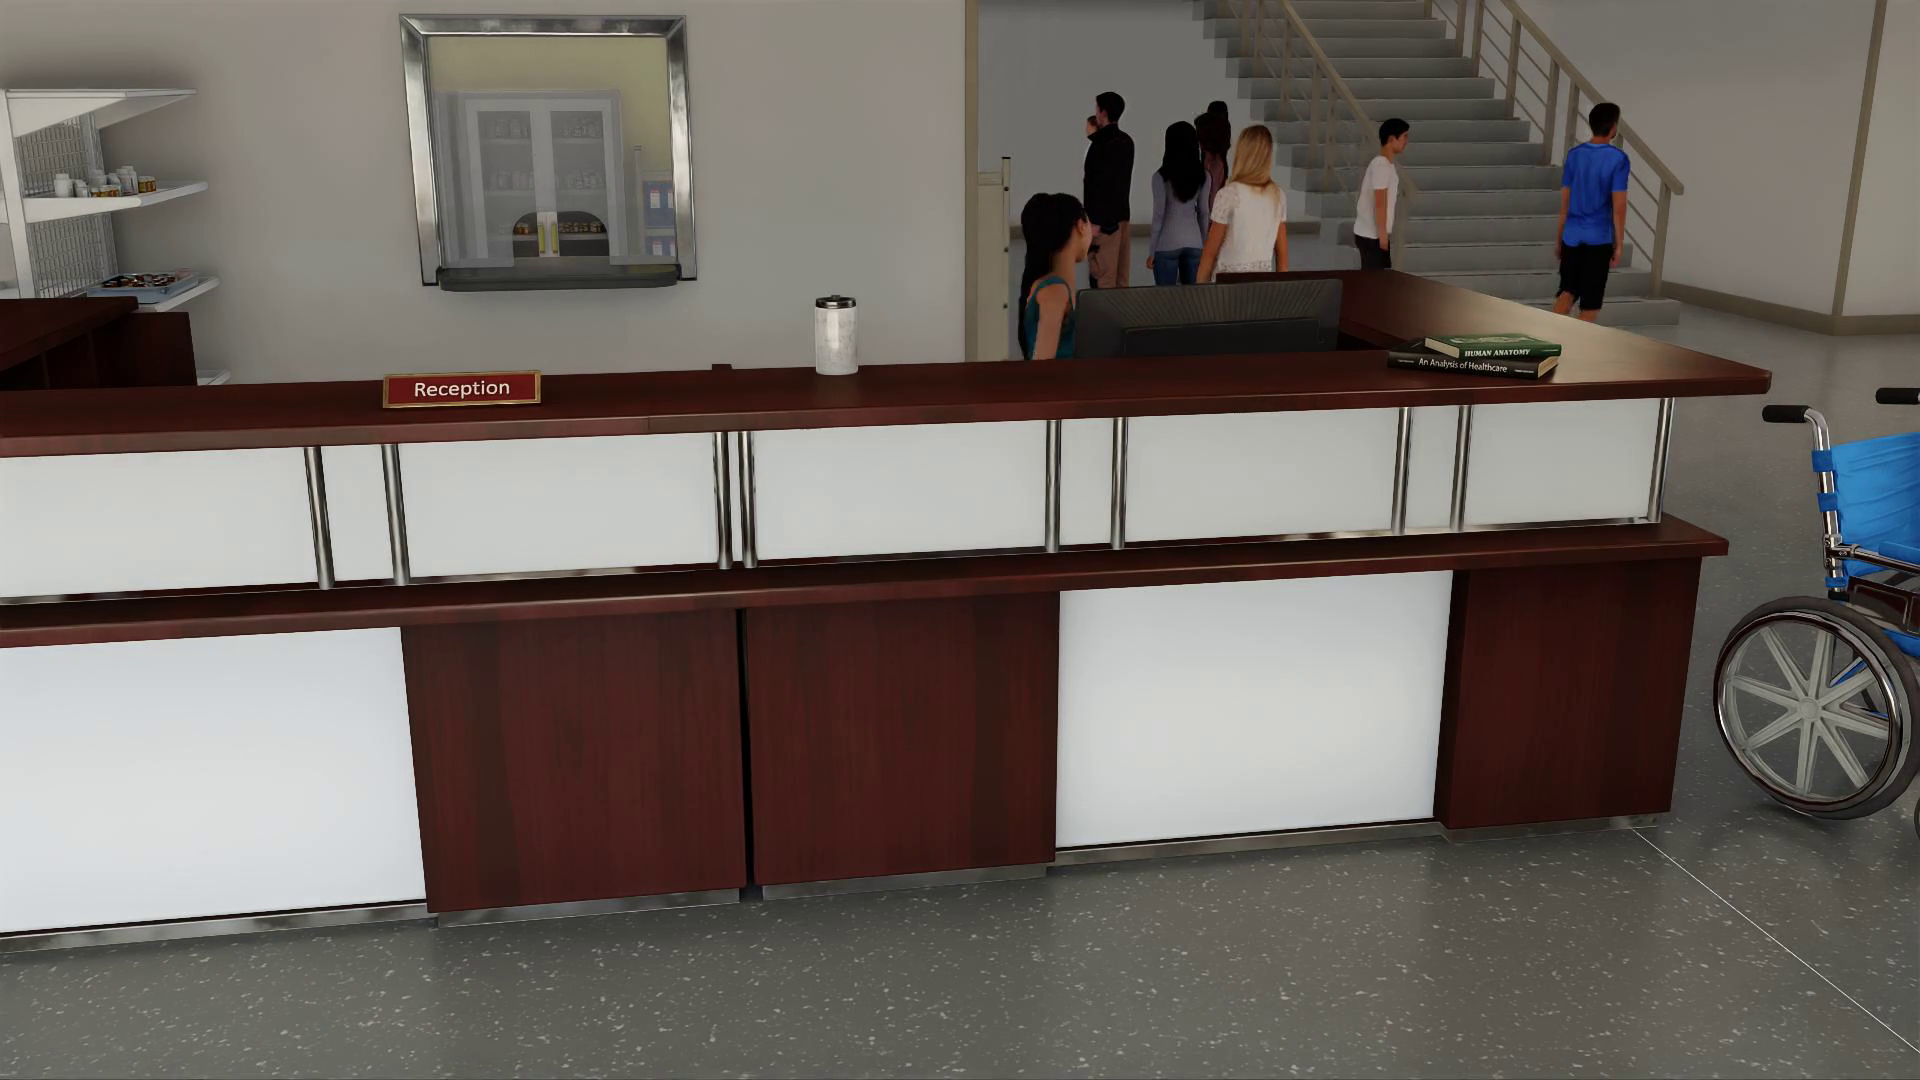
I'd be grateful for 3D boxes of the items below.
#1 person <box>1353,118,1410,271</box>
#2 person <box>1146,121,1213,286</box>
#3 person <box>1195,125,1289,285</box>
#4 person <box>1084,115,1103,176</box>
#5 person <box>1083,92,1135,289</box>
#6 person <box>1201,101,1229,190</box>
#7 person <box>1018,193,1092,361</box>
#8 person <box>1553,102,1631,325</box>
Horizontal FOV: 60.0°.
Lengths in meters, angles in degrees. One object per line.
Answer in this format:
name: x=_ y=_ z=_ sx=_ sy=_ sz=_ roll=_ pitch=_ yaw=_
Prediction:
person: x=3.151 y=-2.429 z=13.047 sx=0.861 sy=1.696 sz=0.812 roll=6 pitch=17 yaw=20
person: x=1.533 y=-2.032 z=11.611 sx=0.639 sy=1.740 sz=0.580 roll=-6 pitch=17 yaw=-19
person: x=1.516 y=-1.168 z=8.511 sx=0.880 sy=1.760 sz=1.208 roll=-9 pitch=18 yaw=-30
person: x=1.655 y=-4.384 z=20.292 sx=0.674 sy=1.558 sz=0.582 roll=6 pitch=17 yaw=19
person: x=1.120 y=-2.397 z=12.569 sx=0.847 sy=1.924 sz=0.764 roll=9 pitch=18 yaw=29
person: x=3.022 y=-4.319 z=19.737 sx=0.757 sy=1.732 sz=0.710 roll=13 pitch=20 yaw=38
person: x=0.267 y=-0.318 z=5.660 sx=0.736 sy=1.672 sz=0.545 roll=7 pitch=17 yaw=23
person: x=4.255 y=-2.030 z=11.391 sx=0.843 sy=1.857 sz=0.887 roll=15 pitch=21 yaw=42
